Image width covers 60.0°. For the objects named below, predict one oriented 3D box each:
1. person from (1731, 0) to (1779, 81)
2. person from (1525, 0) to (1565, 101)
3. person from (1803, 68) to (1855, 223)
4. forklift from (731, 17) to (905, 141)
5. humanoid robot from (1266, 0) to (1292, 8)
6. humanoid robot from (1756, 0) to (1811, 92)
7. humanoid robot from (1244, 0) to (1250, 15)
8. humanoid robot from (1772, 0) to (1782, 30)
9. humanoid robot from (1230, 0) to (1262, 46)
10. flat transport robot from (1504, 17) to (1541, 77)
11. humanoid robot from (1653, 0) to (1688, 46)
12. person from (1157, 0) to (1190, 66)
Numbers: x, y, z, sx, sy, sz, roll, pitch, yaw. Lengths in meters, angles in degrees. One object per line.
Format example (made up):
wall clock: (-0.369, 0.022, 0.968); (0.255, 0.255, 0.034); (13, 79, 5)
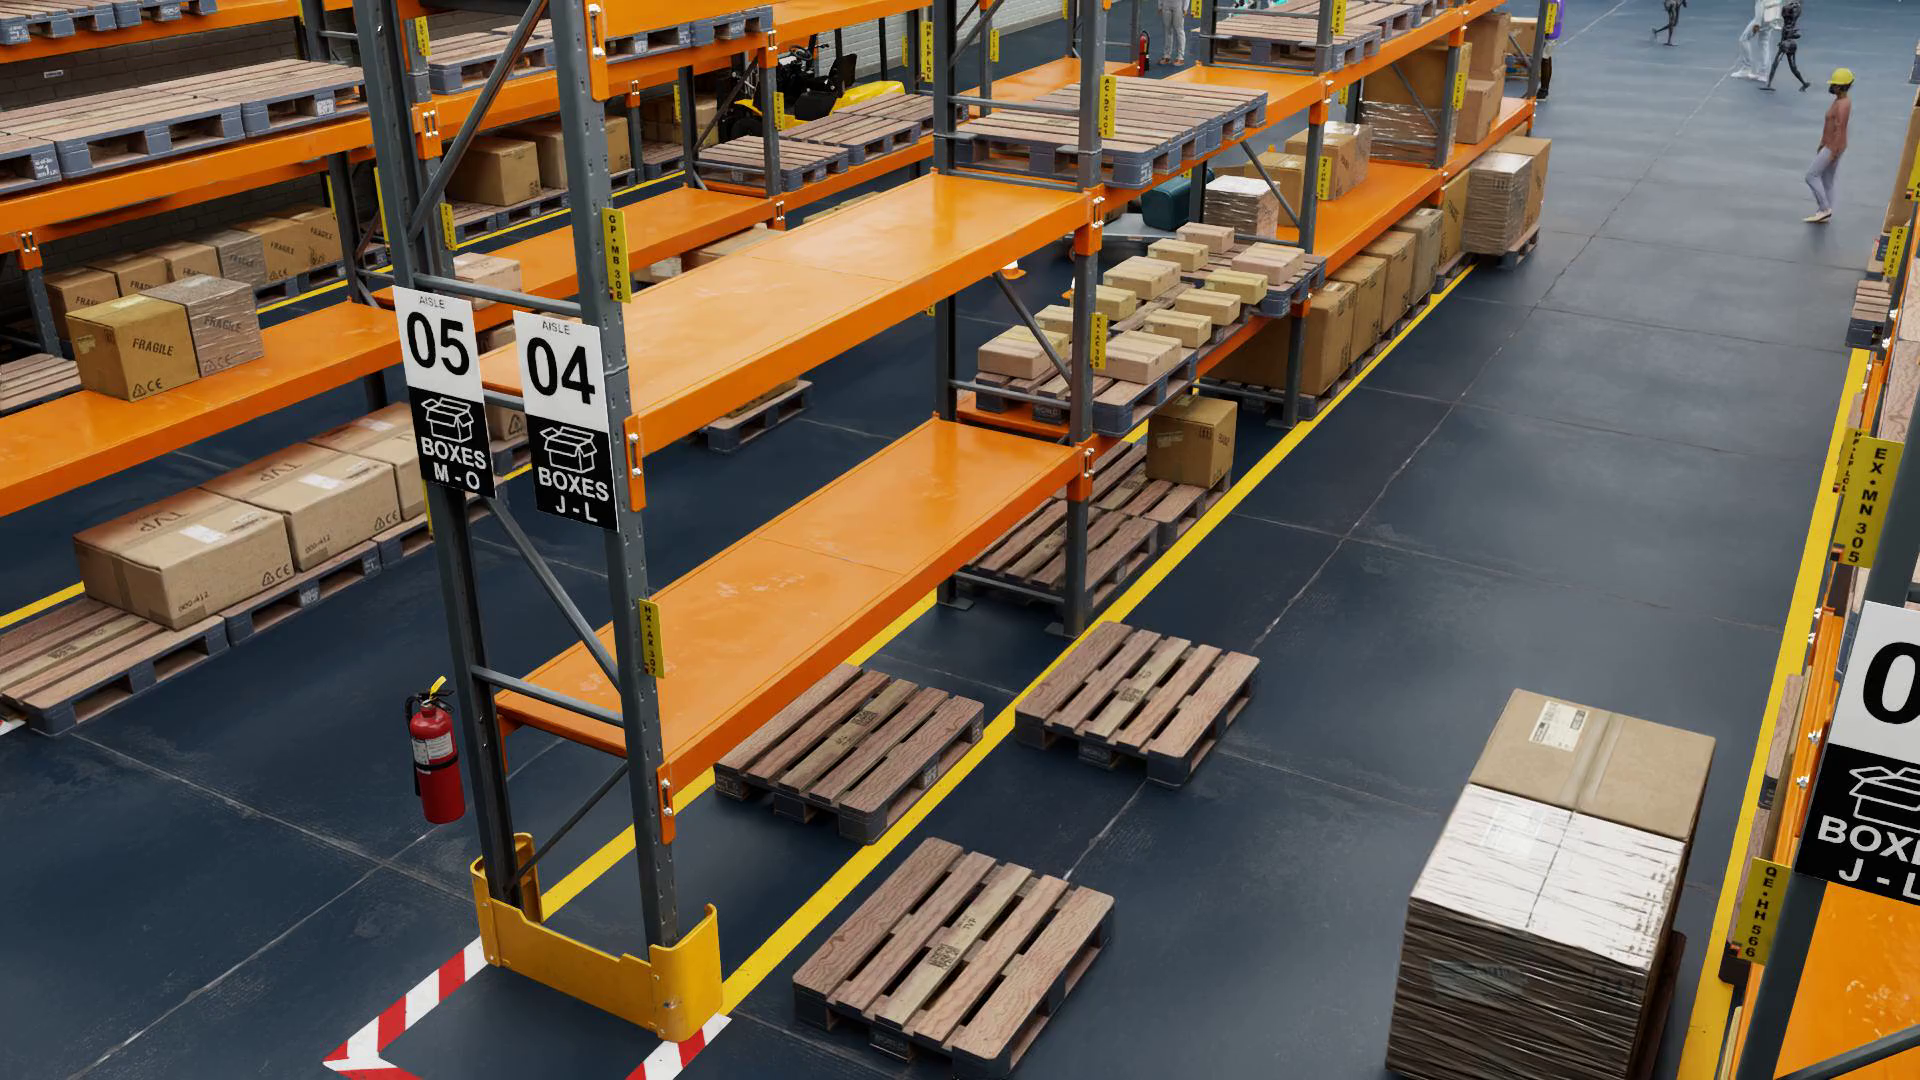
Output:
person: (12.995, -8.466, 27.060); (0.629, 1.888, 0.677); (-18, 31, -33)
person: (8.999, -7.735, 25.465); (0.361, 1.957, 0.612); (13, 29, 25)
person: (9.869, -4.451, 18.881); (0.394, 1.755, 0.538); (13, 29, 26)
forklift: (-1.819, -5.975, 21.543); (2.313, 2.155, 1.214); (14, 29, 26)
humanoid robot: (5.858, -10.032, 30.506); (0.822, 1.778, 0.622); (2, 26, 4)
humanoid robot: (13.122, -7.878, 26.169); (0.768, 1.644, 0.608); (6, 26, 13)
humanoid robot: (5.413, -10.784, 32.091); (0.821, 1.802, 0.551); (-5, 26, -10)
humanoid robot: (15.497, -10.509, 31.570); (0.856, 1.851, 0.558); (2, 26, 5)
humanoid robot: (4.828, -9.060, 28.430); (0.532, 1.761, 0.667); (22, 33, 38)
flat transport robot: (8.993, -7.859, 27.672); (1.431, 0.231, 0.659); (2, 26, 5)
humanoid robot: (12.920, -9.848, 30.190); (0.608, 1.636, 0.589); (-20, 32, -36)
person: (3.628, -9.061, 28.264); (0.628, 1.934, 0.369); (21, 33, 37)
